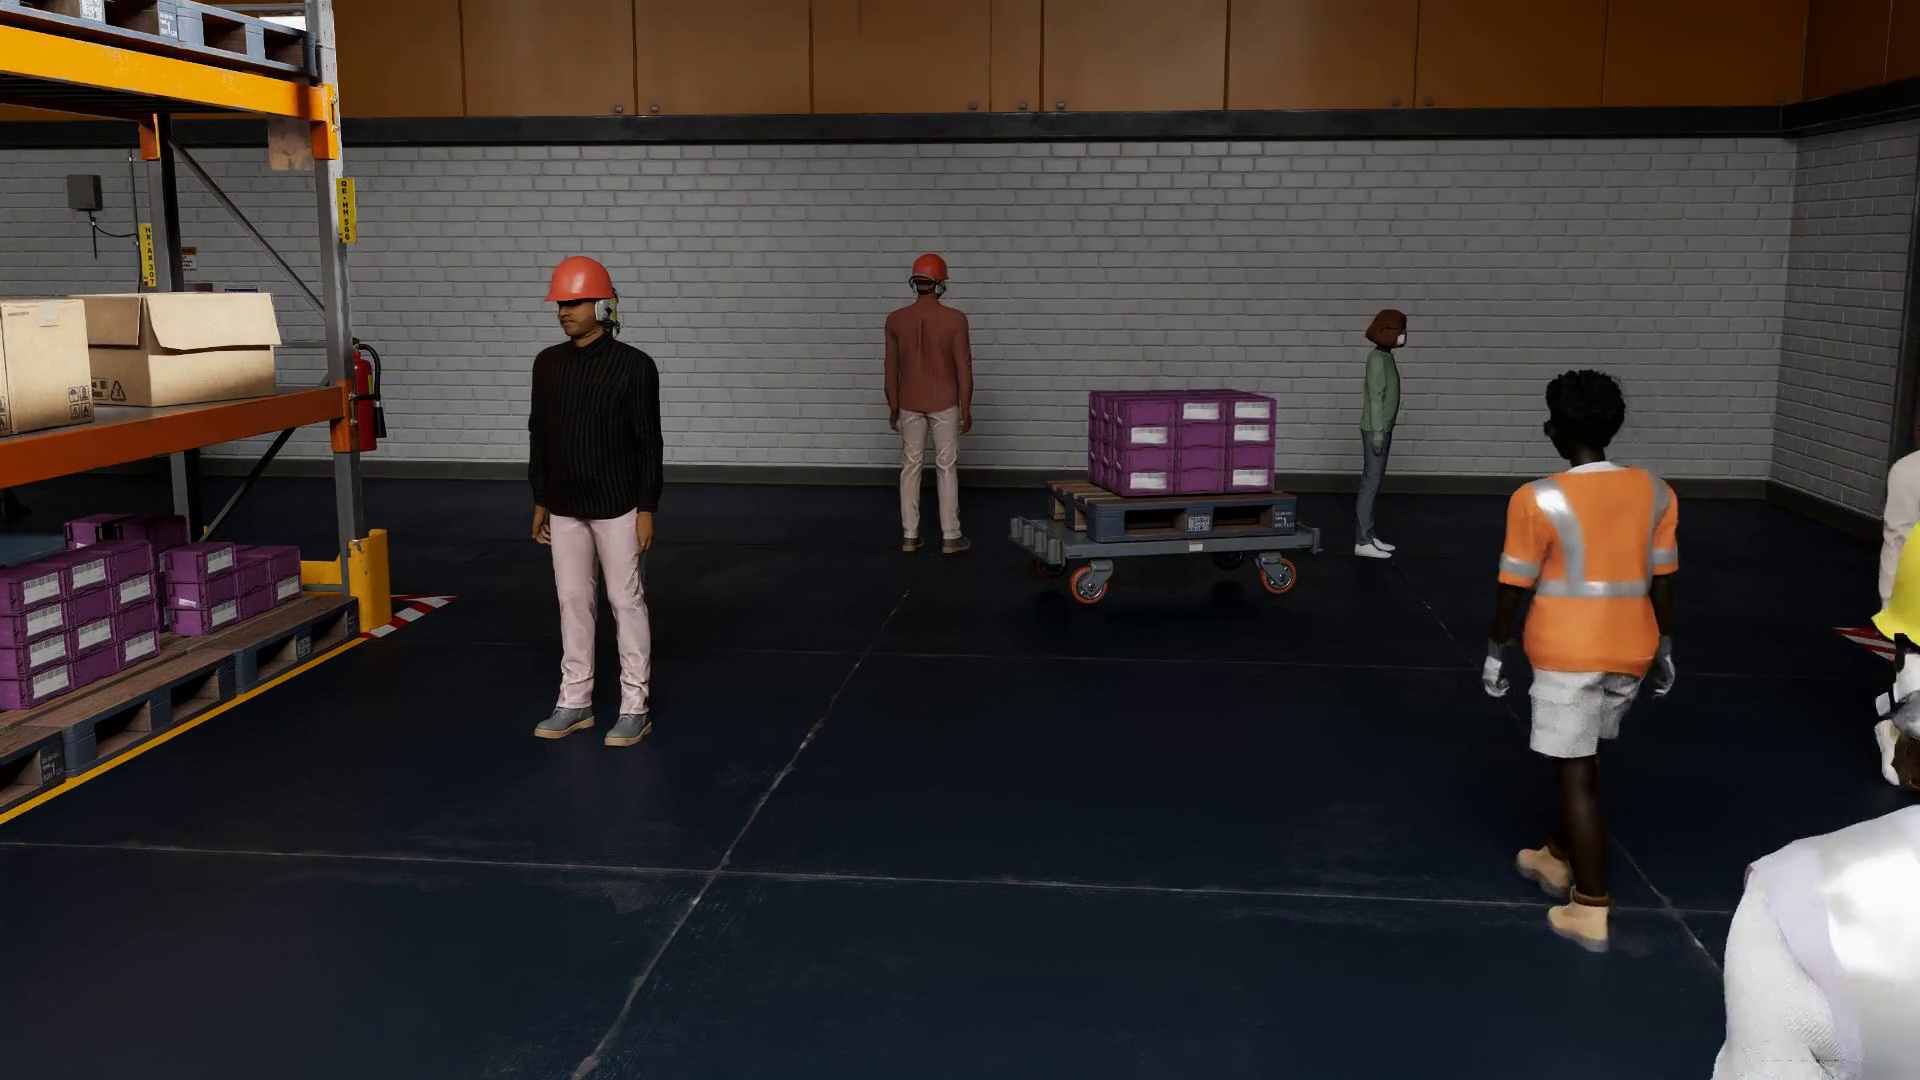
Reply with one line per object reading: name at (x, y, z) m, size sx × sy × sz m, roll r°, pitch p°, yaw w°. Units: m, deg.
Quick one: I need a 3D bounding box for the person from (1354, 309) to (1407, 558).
person at (2.790, -0.706, 11.020) m, size 0.276 × 1.631 × 0.507 m, roll 4°, pitch 11°, yaw 20°

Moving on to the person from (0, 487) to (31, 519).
person at (-7.345, -1.115, 12.488) m, size 0.551 × 1.936 × 0.356 m, roll -1°, pitch 10°, yaw -4°

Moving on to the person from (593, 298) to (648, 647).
person at (-1.829, -0.365, 8.498) m, size 0.600 × 1.832 × 0.404 m, roll -5°, pitch 11°, yaw -28°

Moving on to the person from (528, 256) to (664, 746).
person at (-1.506, -0.152, 6.816) m, size 0.617 × 1.994 × 0.381 m, roll 4°, pitch 11°, yaw 21°

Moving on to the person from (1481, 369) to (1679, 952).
person at (1.802, 0.325, 4.979) m, size 0.549 × 1.666 × 0.717 m, roll -3°, pitch 10°, yaw -17°

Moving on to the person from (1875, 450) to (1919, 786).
person at (3.480, 0.202, 5.900) m, size 0.505 × 1.613 × 0.717 m, roll 0°, pitch 10°, yaw -2°

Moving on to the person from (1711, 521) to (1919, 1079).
person at (1.006, 0.841, 1.658) m, size 0.600 × 1.819 × 0.421 m, roll 0°, pitch 10°, yaw 3°

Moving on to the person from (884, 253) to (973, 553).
person at (-0.199, -0.908, 11.135) m, size 0.608 × 1.996 × 0.381 m, roll 3°, pitch 10°, yaw 18°
